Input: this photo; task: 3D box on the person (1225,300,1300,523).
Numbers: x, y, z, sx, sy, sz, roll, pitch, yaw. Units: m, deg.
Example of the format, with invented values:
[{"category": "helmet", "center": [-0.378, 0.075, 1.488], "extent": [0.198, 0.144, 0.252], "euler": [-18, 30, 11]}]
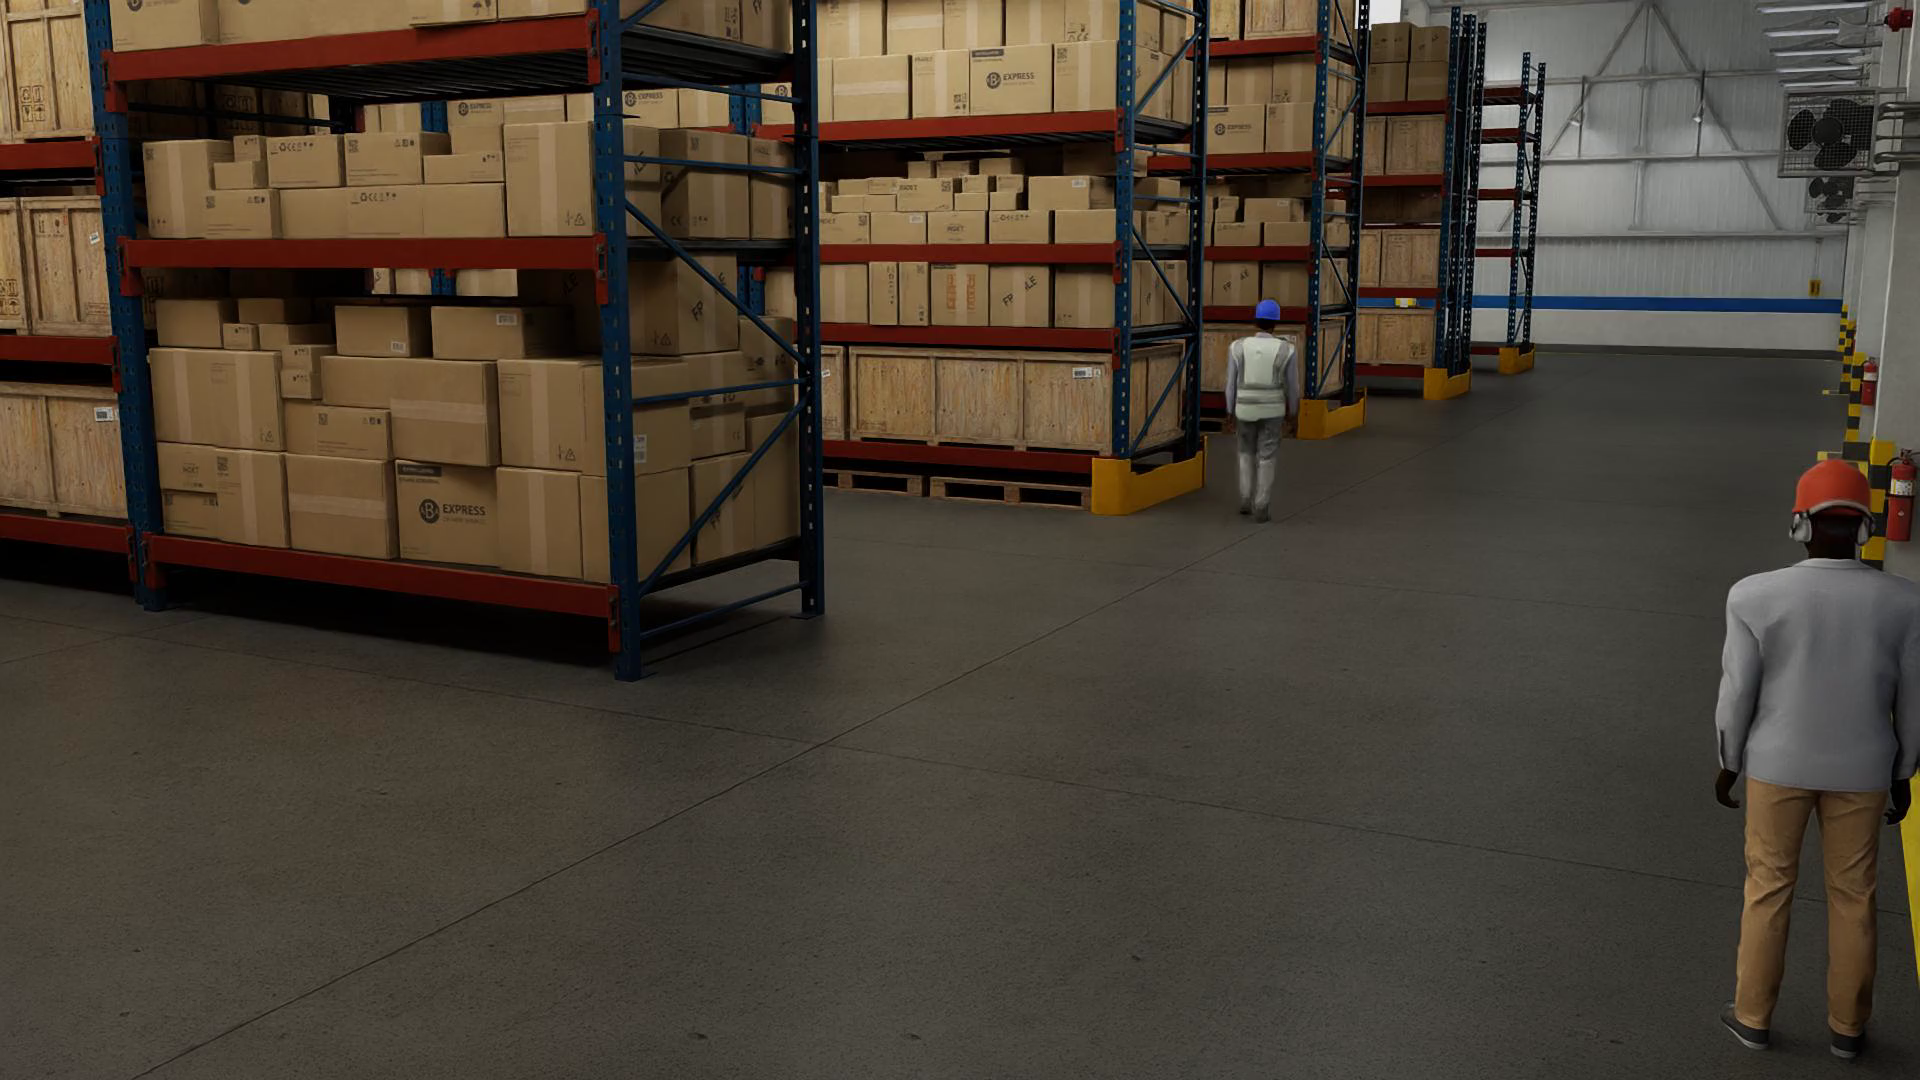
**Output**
[{"category": "person", "center": [2.647, -1.123, 14.505], "extent": [0.642, 1.923, 0.584], "euler": [4, 10, 21]}]

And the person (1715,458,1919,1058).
[{"category": "person", "center": [2.488, 0.635, 4.836], "extent": [0.560, 1.750, 0.328], "euler": [3, 10, 15]}]
